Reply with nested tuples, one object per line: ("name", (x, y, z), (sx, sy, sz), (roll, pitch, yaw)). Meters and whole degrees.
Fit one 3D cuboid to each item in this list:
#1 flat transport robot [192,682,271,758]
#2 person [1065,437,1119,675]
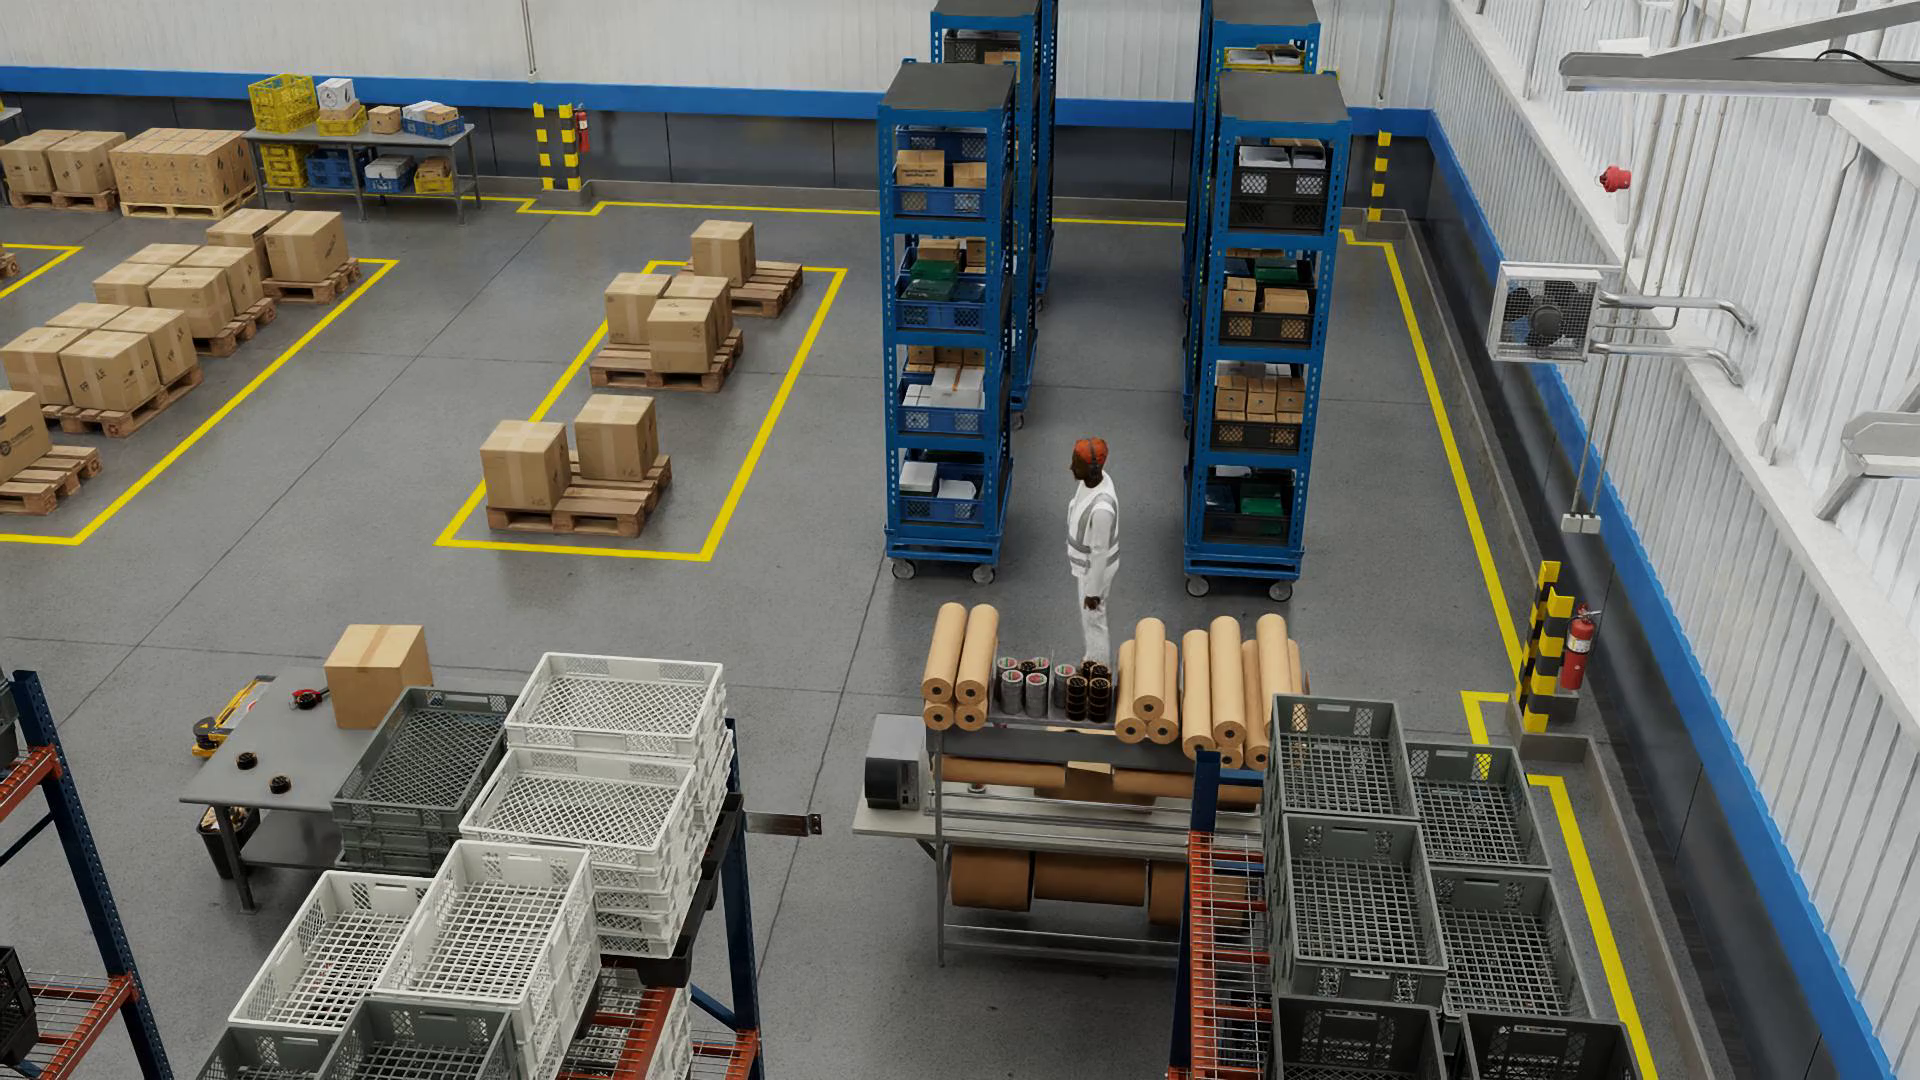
("flat transport robot", (-4.089, 1.163, 10.648), (1.431, 0.197, 0.652), (3, 30, 6))
("person", (0.852, 0.181, 10.773), (0.344, 1.877, 0.567), (0, 30, -1))
